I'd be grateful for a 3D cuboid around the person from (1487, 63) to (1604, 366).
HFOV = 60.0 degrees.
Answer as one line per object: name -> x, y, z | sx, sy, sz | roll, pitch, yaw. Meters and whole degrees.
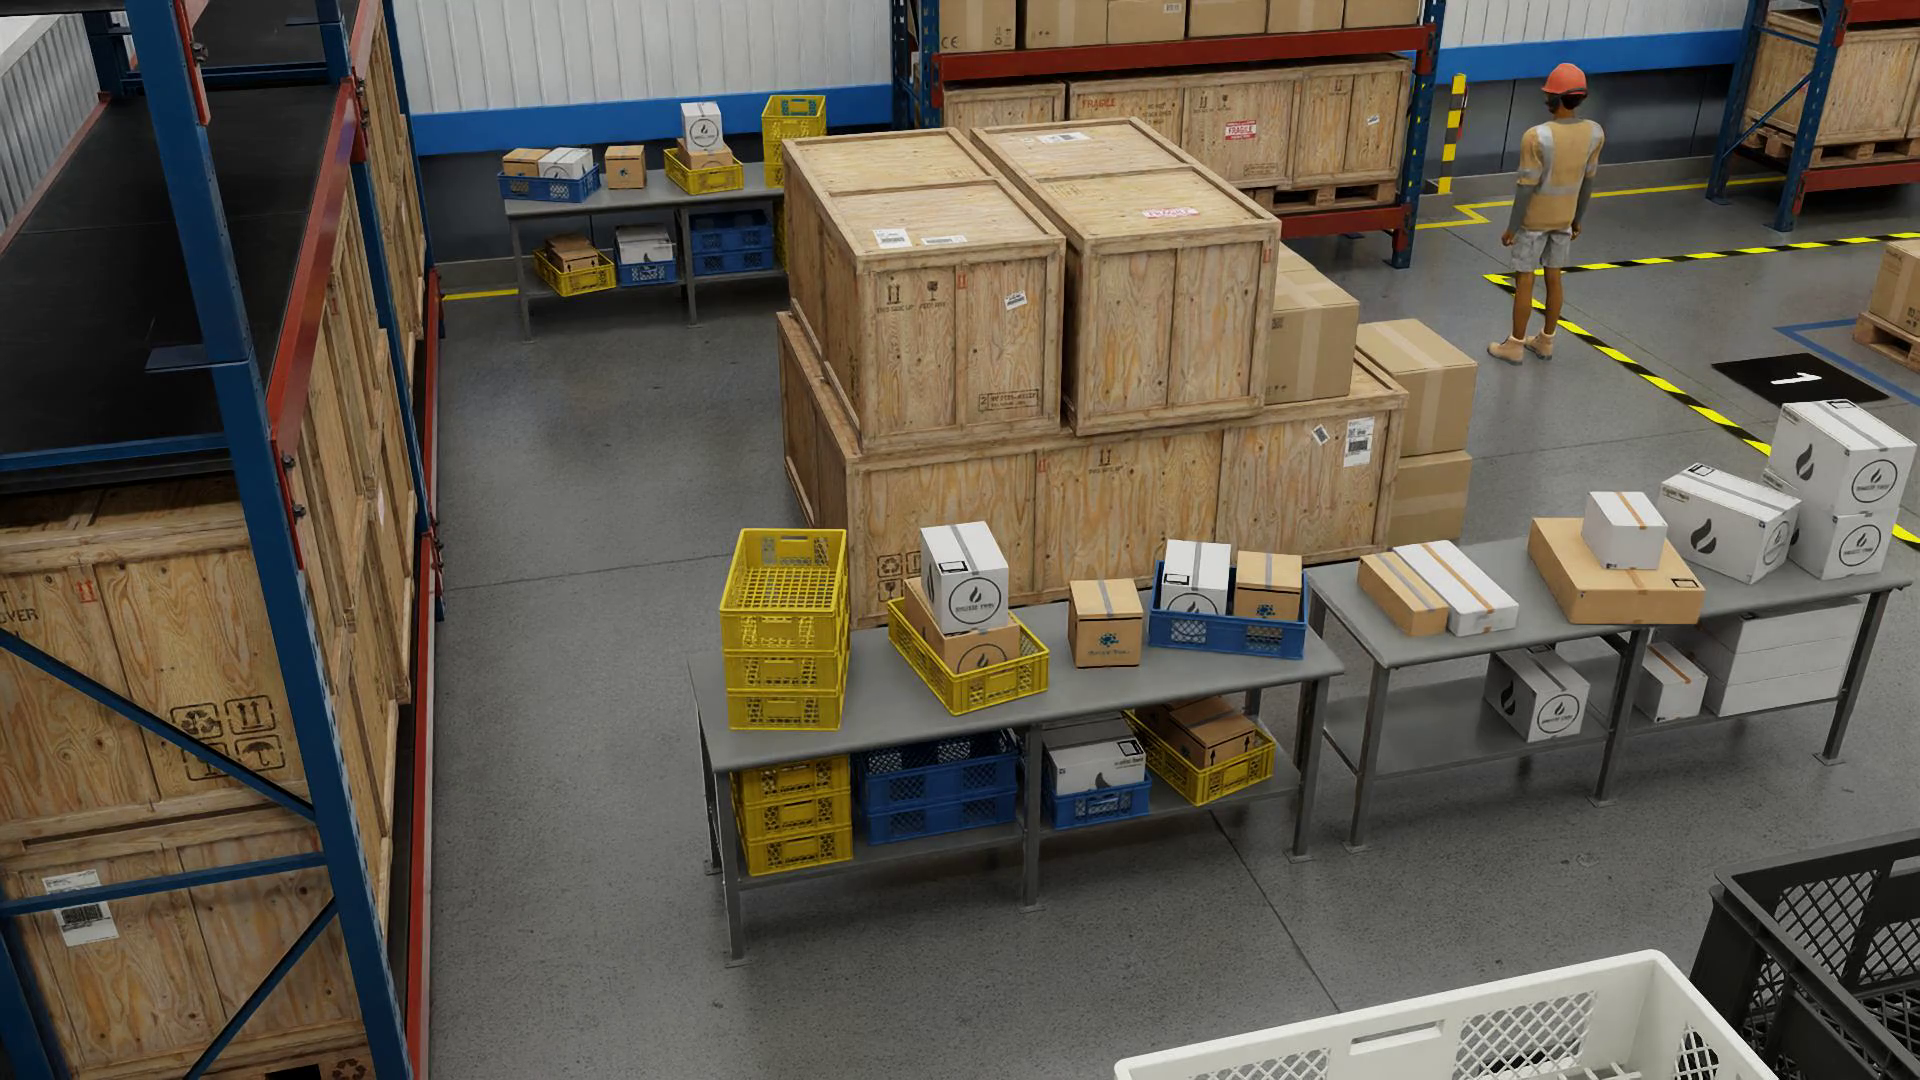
person -> 3.945, -2.183, 11.243 | 0.614, 2.040, 0.379 | -10, 30, -17
